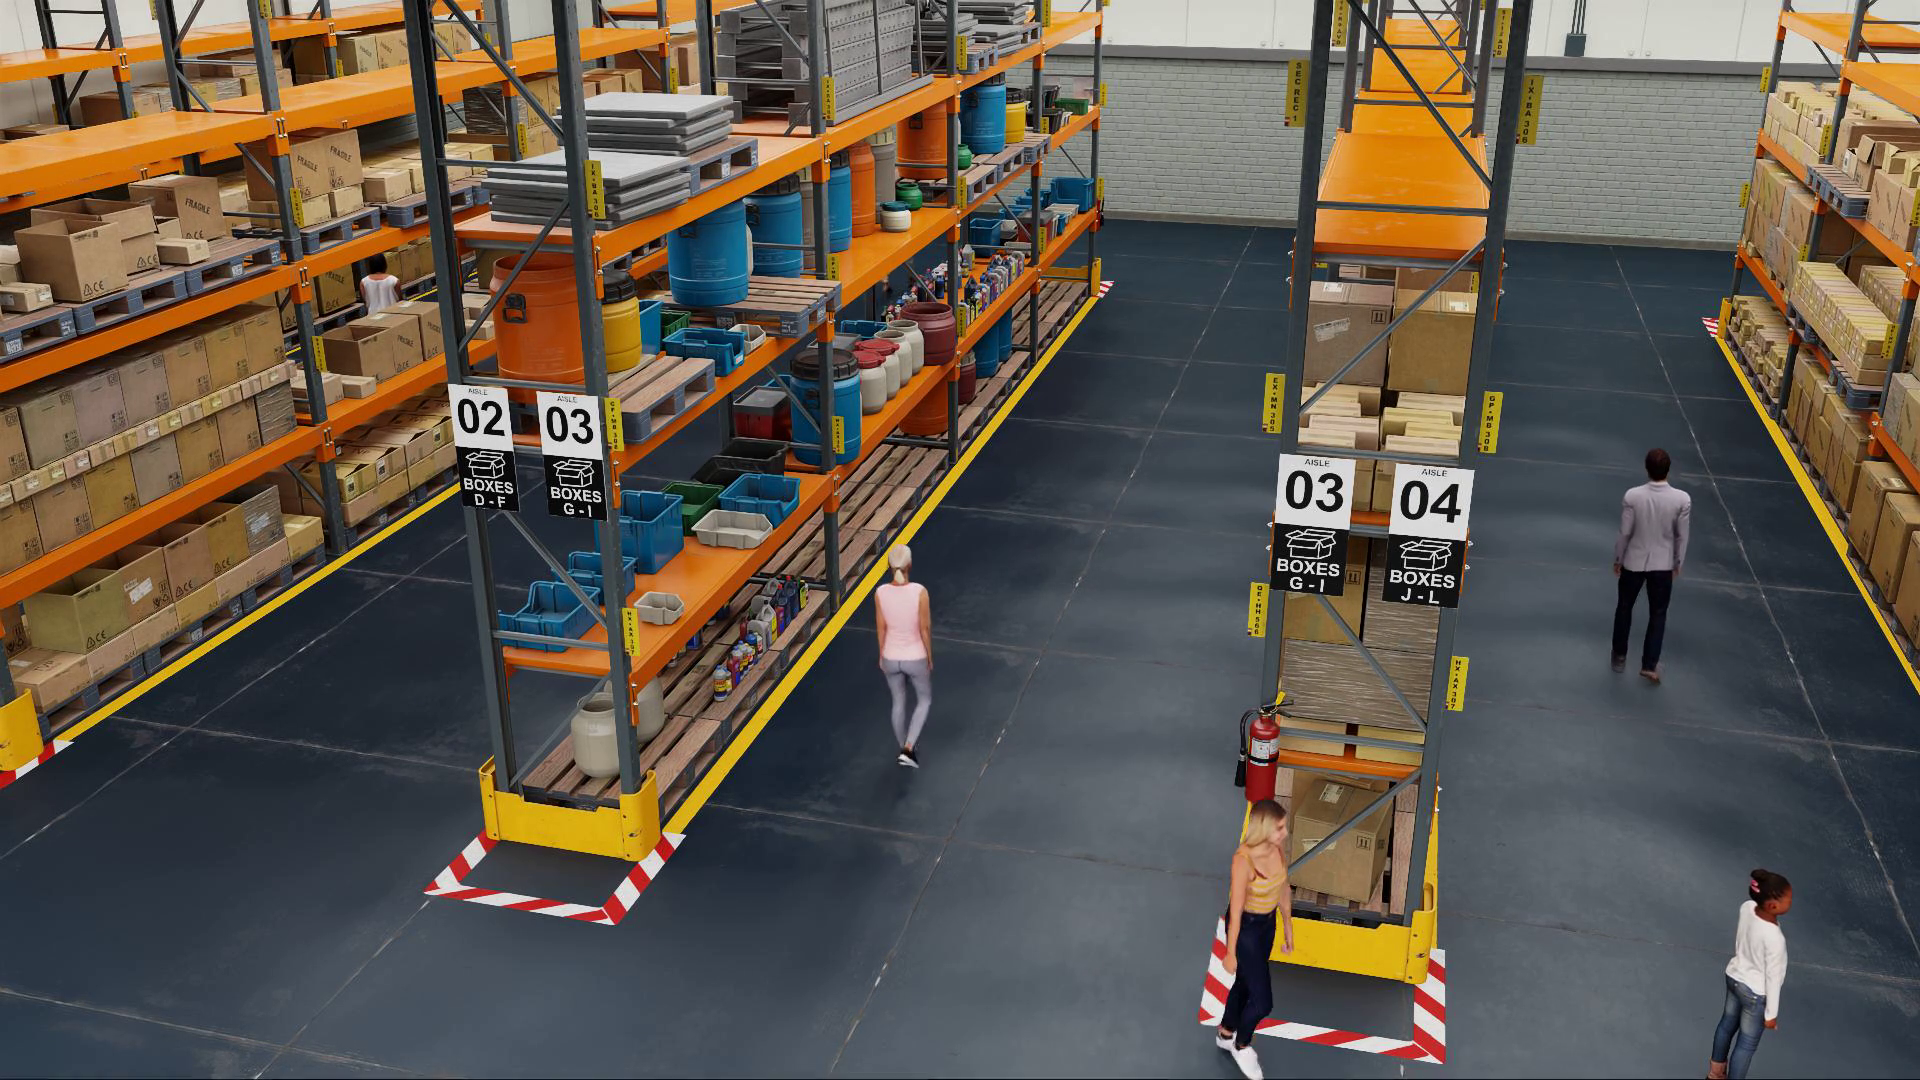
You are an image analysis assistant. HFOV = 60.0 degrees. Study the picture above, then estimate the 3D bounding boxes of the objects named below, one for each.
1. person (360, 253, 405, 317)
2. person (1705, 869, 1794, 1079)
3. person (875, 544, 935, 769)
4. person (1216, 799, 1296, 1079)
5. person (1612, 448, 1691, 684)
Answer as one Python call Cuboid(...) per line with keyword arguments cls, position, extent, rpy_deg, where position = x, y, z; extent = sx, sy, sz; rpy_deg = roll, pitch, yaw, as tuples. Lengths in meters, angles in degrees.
Cuboid(cls="person", position=(-7.089, -2.727, 20.572), extent=(0.714, 1.688, 0.682), rpy_deg=(0, 22, 1))
Cuboid(cls="person", position=(4.078, 2.308, 8.573), extent=(0.641, 1.451, 0.514), rpy_deg=(-1, 22, -3))
Cuboid(cls="person", position=(-0.400, 0.867, 11.743), extent=(0.584, 1.720, 0.782), rpy_deg=(5, 23, 11))
Cuboid(cls="person", position=(1.499, 2.082, 8.912), extent=(0.700, 1.614, 0.773), rpy_deg=(-21, 30, -41))
Cuboid(cls="person", position=(5.485, 0.190, 13.219), extent=(0.767, 1.855, 1.005), rpy_deg=(11, 25, 25))
